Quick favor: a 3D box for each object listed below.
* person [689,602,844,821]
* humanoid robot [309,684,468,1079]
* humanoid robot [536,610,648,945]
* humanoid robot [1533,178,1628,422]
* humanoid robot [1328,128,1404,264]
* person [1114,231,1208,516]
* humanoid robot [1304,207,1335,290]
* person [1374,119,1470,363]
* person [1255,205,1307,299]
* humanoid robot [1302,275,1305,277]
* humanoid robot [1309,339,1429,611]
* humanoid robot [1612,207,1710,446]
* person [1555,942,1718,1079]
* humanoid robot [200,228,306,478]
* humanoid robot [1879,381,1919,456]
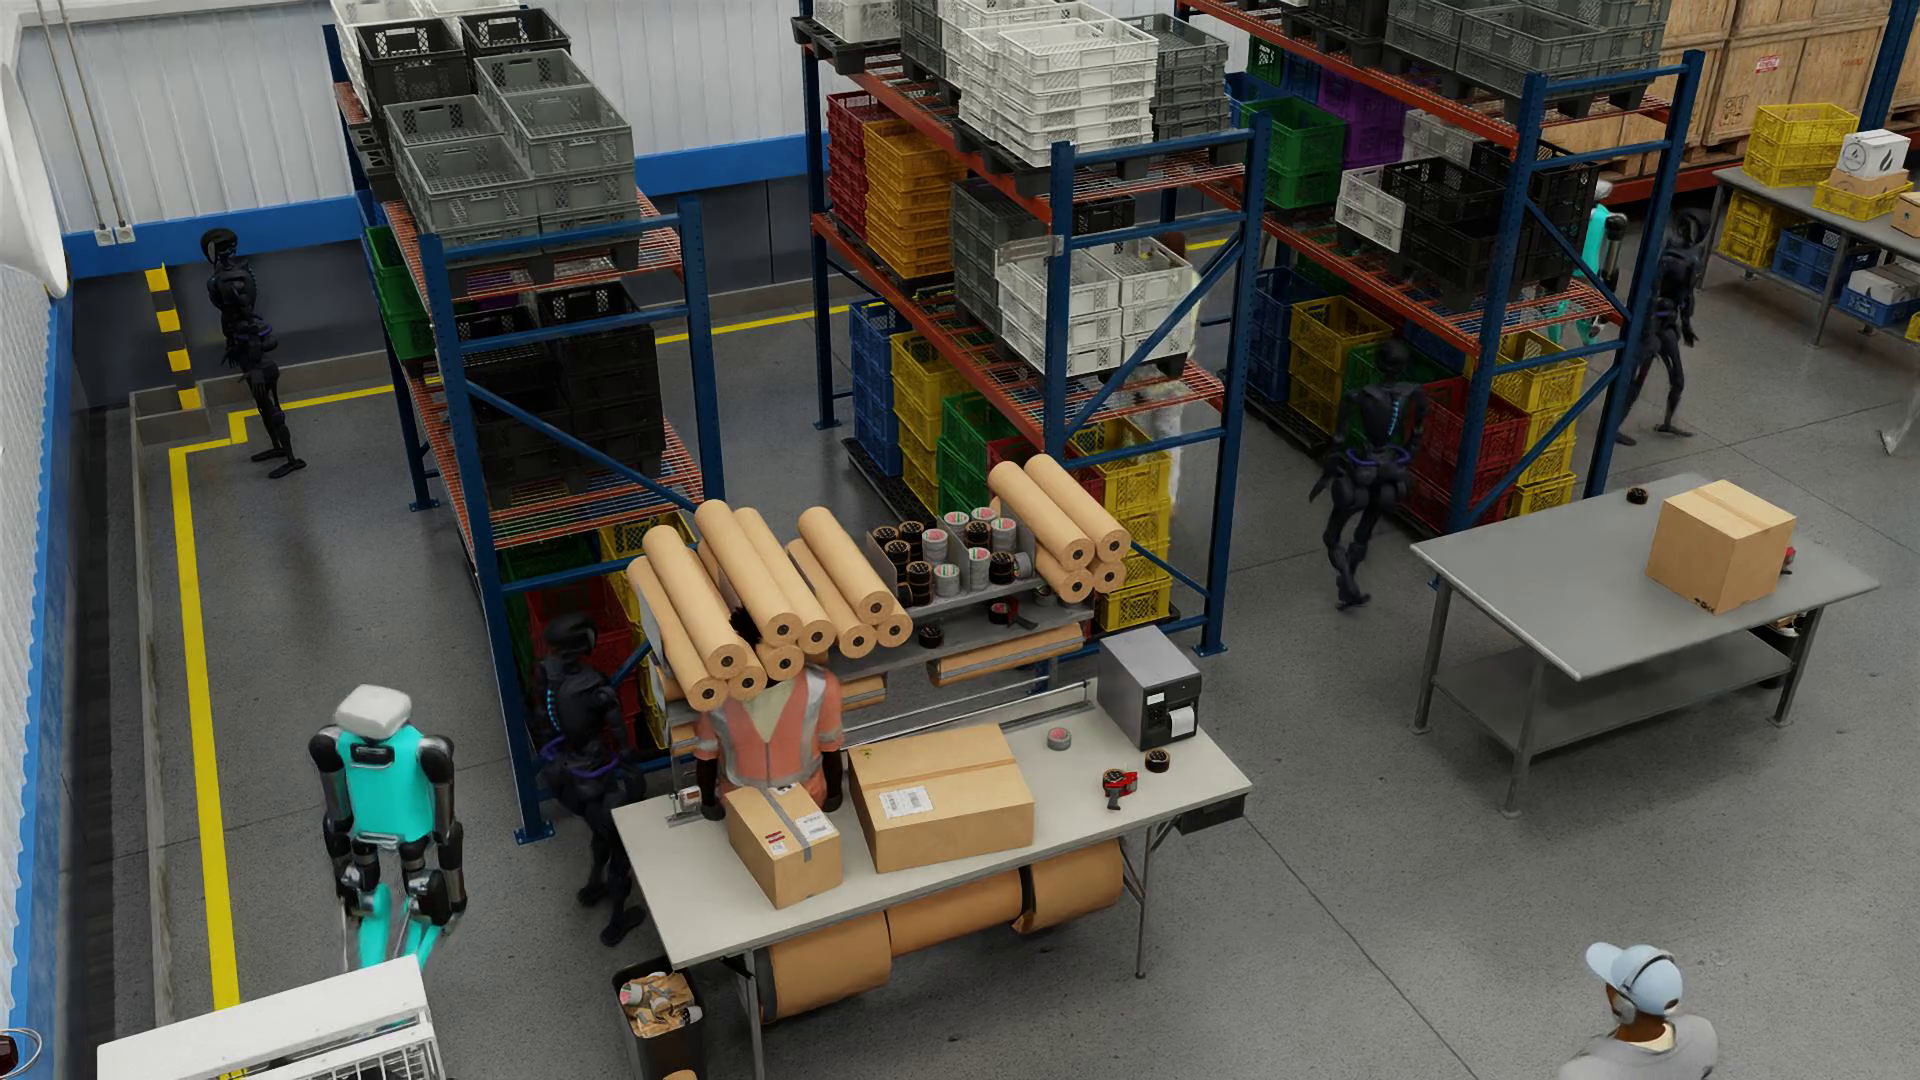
[{"bbox_3d":[-0.751,1.047,6.659,0.598,1.957,0.364,-3,32,-4],"label":"person"},{"bbox_3d":[-2.147,1.425,6.229,0.539,1.764,0.685,4,32,6],"label":"humanoid robot"},{"bbox_3d":[-1.524,1.002,6.994,0.612,1.648,0.341,22,38,32],"label":"humanoid robot"},{"bbox_3d":[4.181,-1.583,11.234,0.551,1.888,0.716,22,38,31],"label":"humanoid robot"},{"bbox_3d":[3.052,-2.278,12.296,0.554,1.824,0.670,-8,32,-12],"label":"humanoid robot"},{"bbox_3d":[1.235,-1.012,10.156,0.637,1.803,0.515,-20,37,-29],"label":"person"},{"bbox_3d":[2.768,-2.462,12.630,0.362,1.645,0.608,1,32,1],"label":"humanoid robot"},{"bbox_3d":[3.357,-2.164,11.960,0.739,1.862,0.597,12,34,19],"label":"person"},{"bbox_3d":[2.522,-2.715,12.902,0.588,1.823,0.405,-4,32,-7],"label":"person"},{"bbox_3d":[2.981,-2.774,13.033,0.542,1.763,0.673,-4,32,-6],"label":"humanoid robot"},{"bbox_3d":[2.269,-0.339,9.195,0.592,1.637,0.478,-8,33,-13],"label":"humanoid robot"},{"bbox_3d":[4.603,-1.372,10.851,0.600,1.645,0.385,-24,39,-33],"label":"humanoid robot"},{"bbox_3d":[1.993,1.971,5.259,0.599,1.850,0.390,-14,34,-21],"label":"person"},{"bbox_3d":[-4.504,-1.189,10.543,0.315,1.657,0.599,-22,38,-31],"label":"humanoid robot"},{"bbox_3d":[6.454,-1.306,10.708,0.935,1.777,0.543,4,32,7],"label":"humanoid robot"}]
